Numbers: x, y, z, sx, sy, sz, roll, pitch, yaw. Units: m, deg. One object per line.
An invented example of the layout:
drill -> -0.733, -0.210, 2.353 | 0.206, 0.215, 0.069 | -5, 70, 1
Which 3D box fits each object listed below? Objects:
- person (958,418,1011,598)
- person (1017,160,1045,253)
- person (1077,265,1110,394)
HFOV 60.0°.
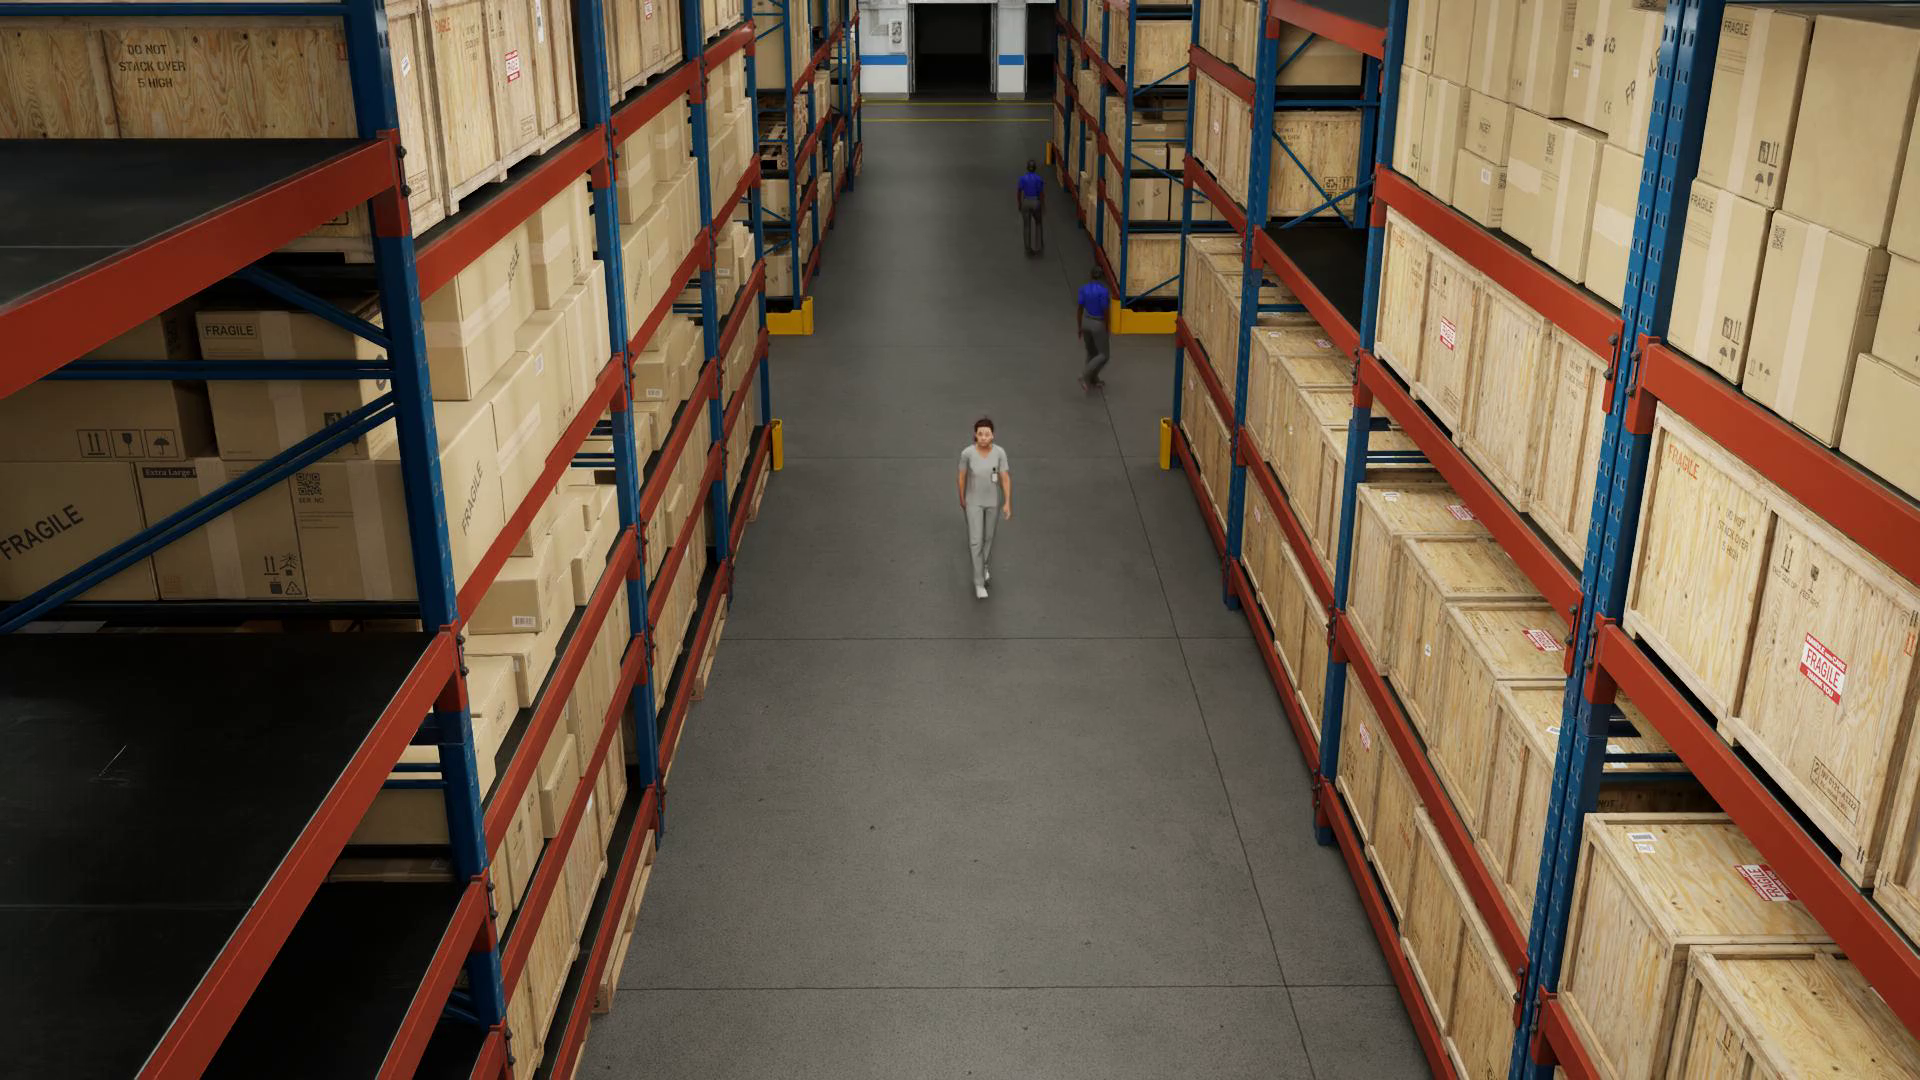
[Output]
person -> 0.238, -0.320, 15.425 | 0.462, 1.642, 0.860 | -4, 22, -10
person -> 1.293, -6.021, 29.908 | 0.517, 1.658, 0.696 | 3, 22, 8
person -> 1.735, -2.751, 21.648 | 0.454, 1.651, 0.747 | 18, 28, 38
